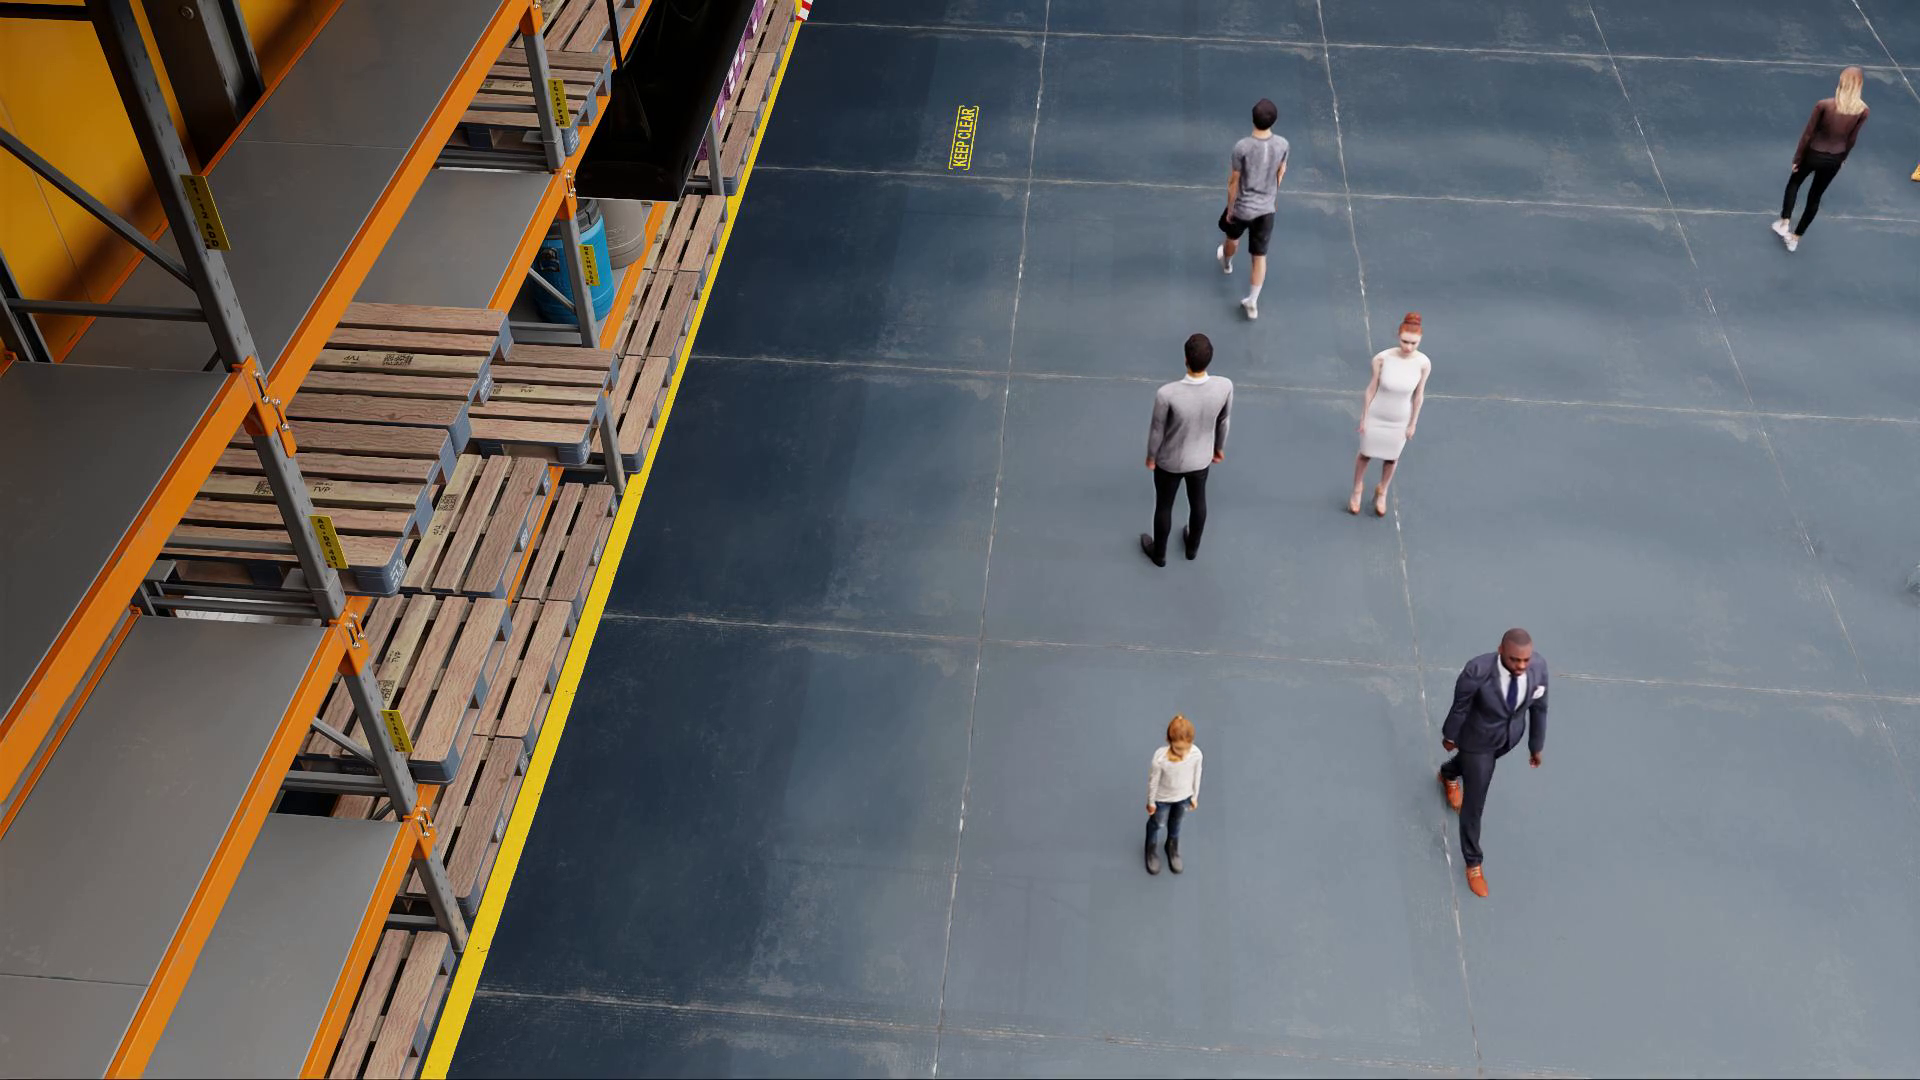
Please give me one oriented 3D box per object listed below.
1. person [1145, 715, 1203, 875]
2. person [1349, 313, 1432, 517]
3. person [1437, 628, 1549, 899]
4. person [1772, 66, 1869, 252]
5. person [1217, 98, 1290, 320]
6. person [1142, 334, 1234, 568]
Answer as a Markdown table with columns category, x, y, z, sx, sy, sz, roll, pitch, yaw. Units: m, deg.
| category | x | y | z | sx | sy | sz | roll | pitch | yaw |
| --- | --- | --- | --- | --- | --- | --- | --- | --- | --- |
| person | 1.240 | 1.478 | 9.742 | 0.514 | 1.313 | 0.542 | -9 | 44 | -9 |
| person | 3.051 | -0.872 | 11.862 | 0.574 | 1.793 | 0.526 | 8 | 44 | 9 |
| person | 3.085 | 1.105 | 9.796 | 0.950 | 1.780 | 1.289 | -9 | 44 | -9 |
| person | 7.486 | -3.253 | 14.438 | 0.661 | 1.686 | 0.658 | 8 | 44 | 8 |
| person | 2.444 | -2.686 | 13.740 | 0.815 | 1.827 | 1.235 | -5 | 44 | -5 |
| person | 1.556 | -0.599 | 11.481 | 0.802 | 1.921 | 0.744 | -11 | 45 | -11 |
